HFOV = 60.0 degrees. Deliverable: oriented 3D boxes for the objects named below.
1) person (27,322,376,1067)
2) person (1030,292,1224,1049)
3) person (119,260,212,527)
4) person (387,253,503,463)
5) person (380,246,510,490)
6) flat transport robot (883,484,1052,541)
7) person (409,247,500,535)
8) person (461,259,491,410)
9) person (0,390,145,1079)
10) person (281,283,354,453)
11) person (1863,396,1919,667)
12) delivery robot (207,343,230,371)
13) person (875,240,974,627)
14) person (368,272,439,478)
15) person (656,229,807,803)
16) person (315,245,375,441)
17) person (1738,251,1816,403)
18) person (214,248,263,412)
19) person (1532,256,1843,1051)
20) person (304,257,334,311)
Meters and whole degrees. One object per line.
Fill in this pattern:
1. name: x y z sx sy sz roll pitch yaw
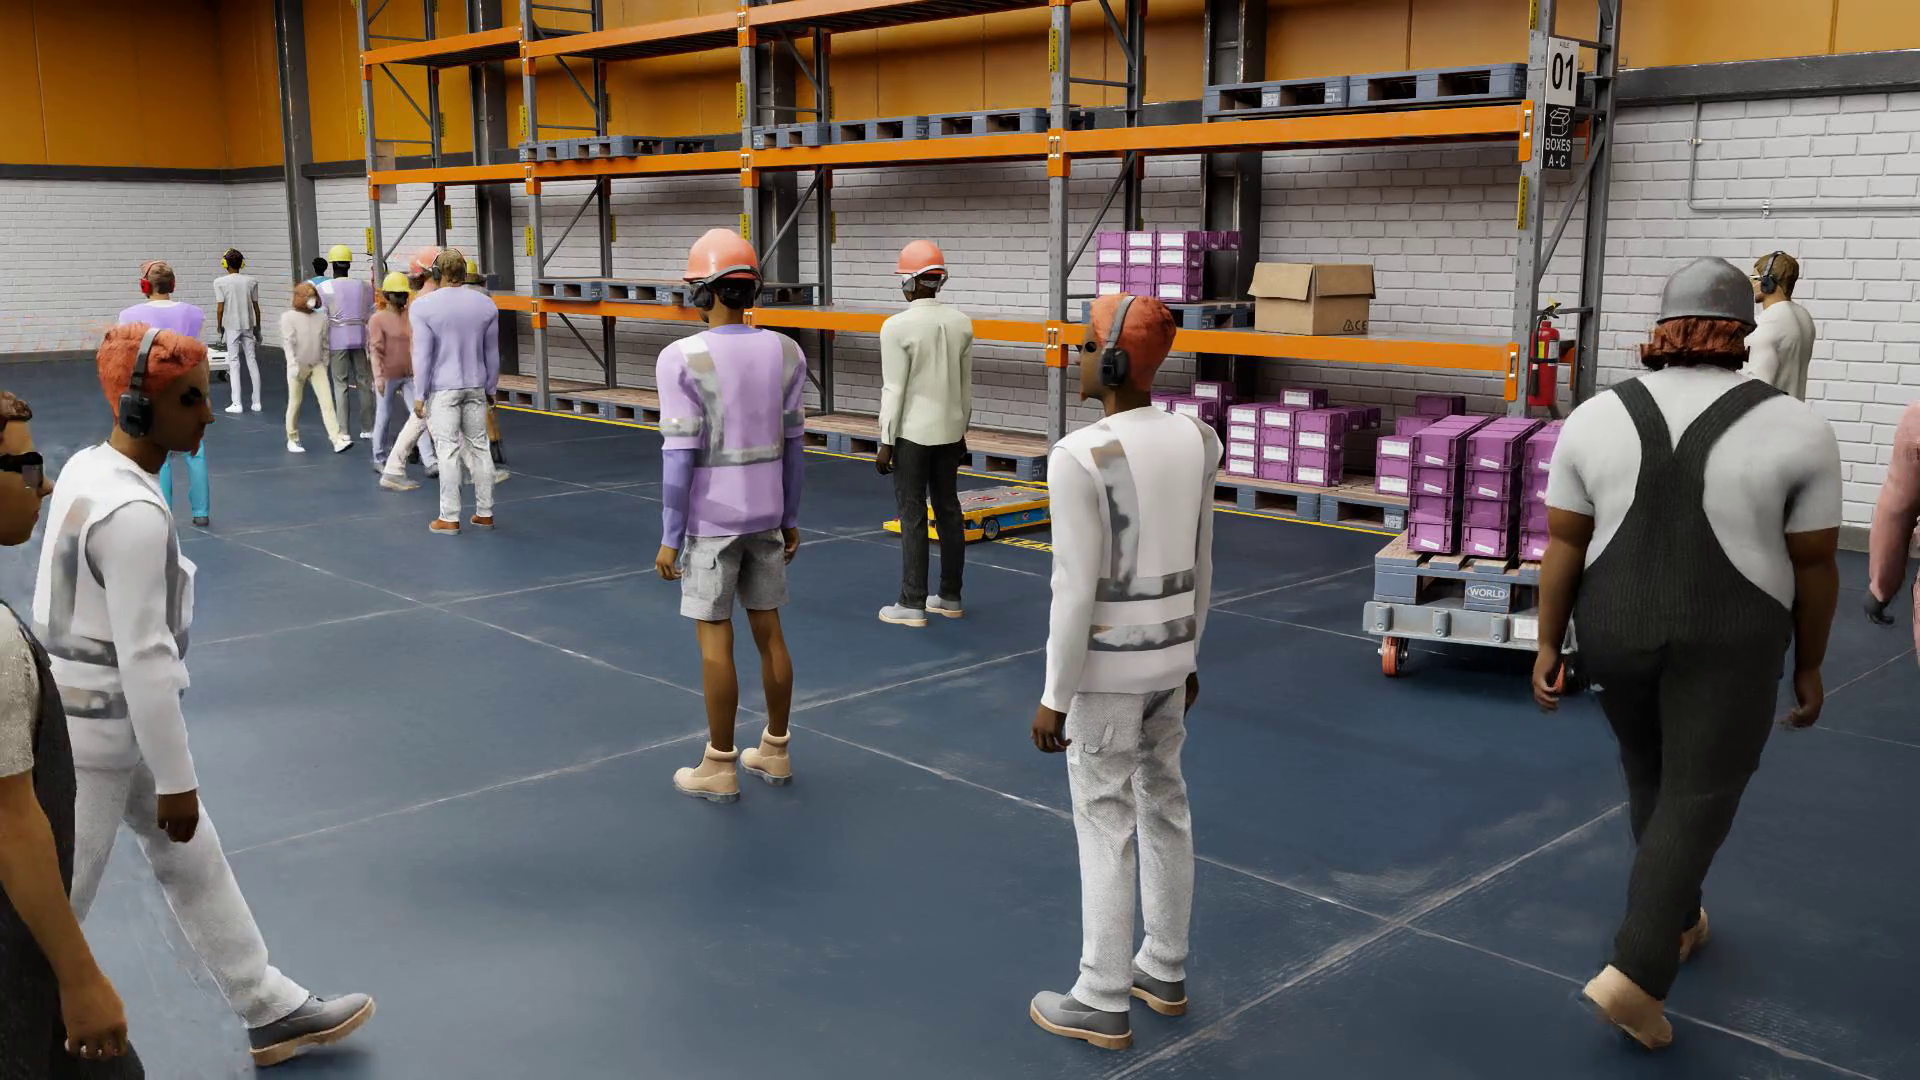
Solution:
1. person: -1.838 0.433 3.759 0.996 1.826 0.580 -5 12 -27
2. person: 0.409 0.329 4.177 0.583 1.884 0.350 -10 14 -44
3. person: -5.435 -0.985 11.433 0.570 1.849 0.384 -10 14 -44
4. person: -4.551 -1.592 14.706 1.053 1.869 0.595 3 11 18
5. person: -4.204 -1.370 13.297 1.023 1.947 0.654 -4 11 -23
6. flat transport robot: 0.217 -0.201 11.467 1.431 0.197 0.652 -10 14 -44
7. person: -3.425 -1.006 11.311 0.635 1.939 0.366 -10 14 -44
8. person: -5.621 -2.349 19.158 0.492 1.746 0.285 -10 14 -44
9. person: -1.614 0.649 2.637 0.867 1.815 0.515 -8 13 -38
10. person: -6.009 -1.575 15.384 0.885 1.580 0.515 8 13 38
11. person: 3.121 0.175 5.085 0.642 1.862 0.934 2 11 13
12. delivery robot: -10.334 -2.461 22.765 0.707 0.478 0.477 -10 15 -44
13. person: -0.189 -0.550 8.667 0.621 1.994 0.381 -10 14 -44
14. person: -4.657 -1.362 13.849 0.927 1.710 0.549 8 13 37
15. person: -0.833 -0.081 5.981 0.614 2.043 0.374 -10 14 -44
16. person: -6.039 -1.928 16.364 0.593 1.926 0.366 -10 14 -44
17. person: 4.326 -0.573 8.945 0.635 1.939 0.366 -10 14 -44
18. person: -8.281 -2.393 19.087 0.531 1.861 0.322 -10 14 -44
19. person: 1.855 0.227 4.309 0.690 2.000 1.008 8 13 38
20. person: -9.362 -3.296 24.454 0.539 1.696 0.317 -10 14 -44
